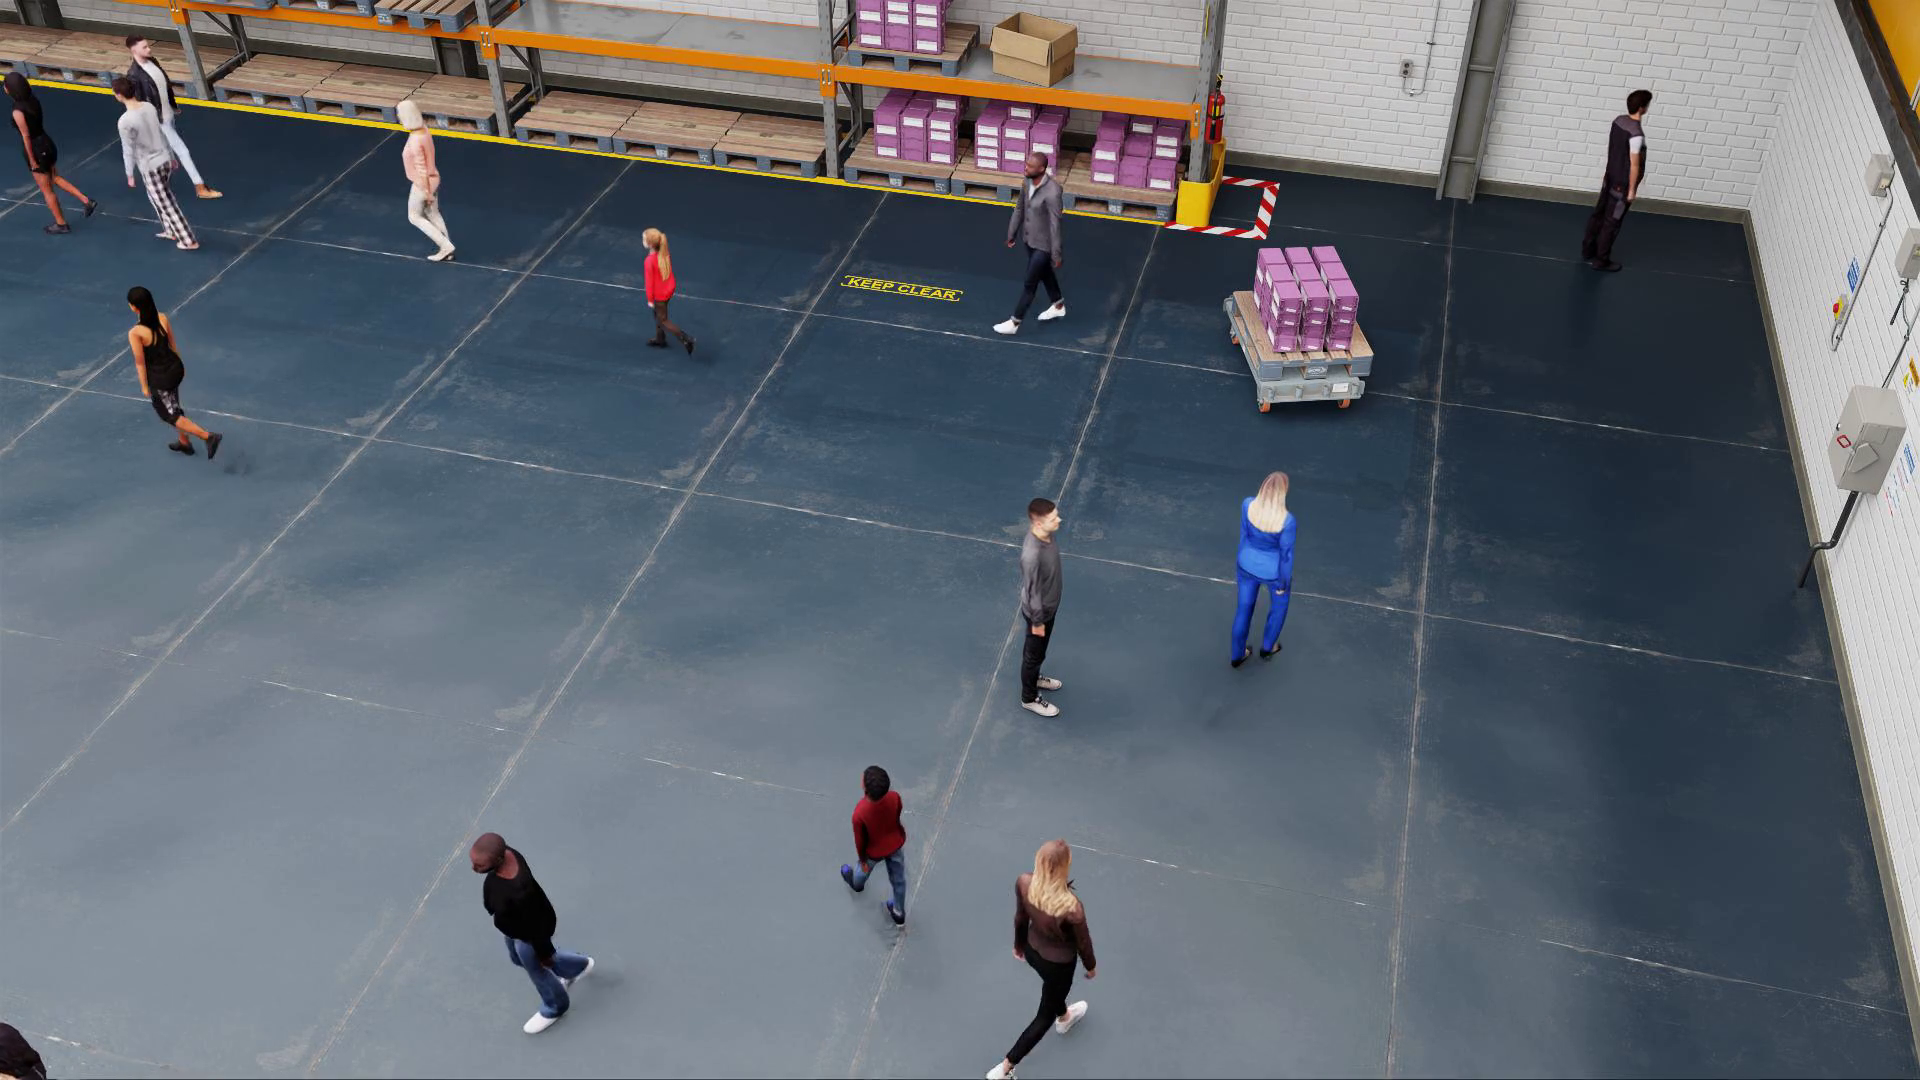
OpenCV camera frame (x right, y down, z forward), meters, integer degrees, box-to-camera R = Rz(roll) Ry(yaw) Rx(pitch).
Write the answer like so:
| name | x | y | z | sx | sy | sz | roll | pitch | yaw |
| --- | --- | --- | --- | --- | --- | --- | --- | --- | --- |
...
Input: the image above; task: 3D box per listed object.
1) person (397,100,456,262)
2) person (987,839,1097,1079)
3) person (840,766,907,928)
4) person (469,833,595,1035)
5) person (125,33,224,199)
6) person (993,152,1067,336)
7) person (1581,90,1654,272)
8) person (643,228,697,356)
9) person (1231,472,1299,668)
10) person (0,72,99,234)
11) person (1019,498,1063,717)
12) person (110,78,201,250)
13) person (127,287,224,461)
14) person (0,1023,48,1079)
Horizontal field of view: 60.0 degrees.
| name | x | y | z | sx | sy | sz | roll | pitch | yaw |
| --- | --- | --- | --- | --- | --- | --- | --- | --- | --- |
| person | -5.225 | -3.543 | 16.494 | 0.696 | 1.714 | 0.676 | -1 | 39 | -2 |
| person | 0.442 | 2.353 | 9.143 | 1.041 | 1.673 | 1.118 | -29 | 47 | -32 |
| person | -0.443 | 1.884 | 10.083 | 0.792 | 1.233 | 0.849 | -19 | 42 | -22 |
| person | -2.384 | 2.144 | 9.364 | 0.912 | 1.724 | 0.871 | -24 | 44 | -27 |
| person | -8.523 | -4.462 | 17.570 | 1.161 | 1.807 | 0.810 | 3 | 39 | 3 |
| person | 0.828 | -2.775 | 15.485 | 1.233 | 1.772 | 1.150 | -18 | 42 | -21 |
| person | 6.498 | -3.555 | 16.400 | 0.714 | 1.849 | 0.733 | -6 | 39 | -8 |
| person | -2.696 | -2.252 | 15.236 | 0.845 | 1.266 | 0.547 | 13 | 40 | 16 |
| person | 2.088 | 0.265 | 11.746 | 0.670 | 1.689 | 0.775 | 23 | 44 | 26 |
| person | -9.295 | -3.943 | 16.981 | 0.908 | 1.731 | 0.758 | -3 | 39 | -3 |
| person | 0.547 | 0.438 | 11.472 | 0.564 | 1.761 | 0.632 | 6 | 39 | 7 |
| person | -7.981 | -3.730 | 16.636 | 0.804 | 1.829 | 0.679 | 11 | 40 | 13 |
| person | -6.554 | -1.349 | 13.799 | 0.845 | 1.649 | 0.579 | 10 | 40 | 12 |
| person | -4.385 | 2.982 | 8.268 | 0.855 | 1.783 | 0.794 | -11 | 40 | -14 |
